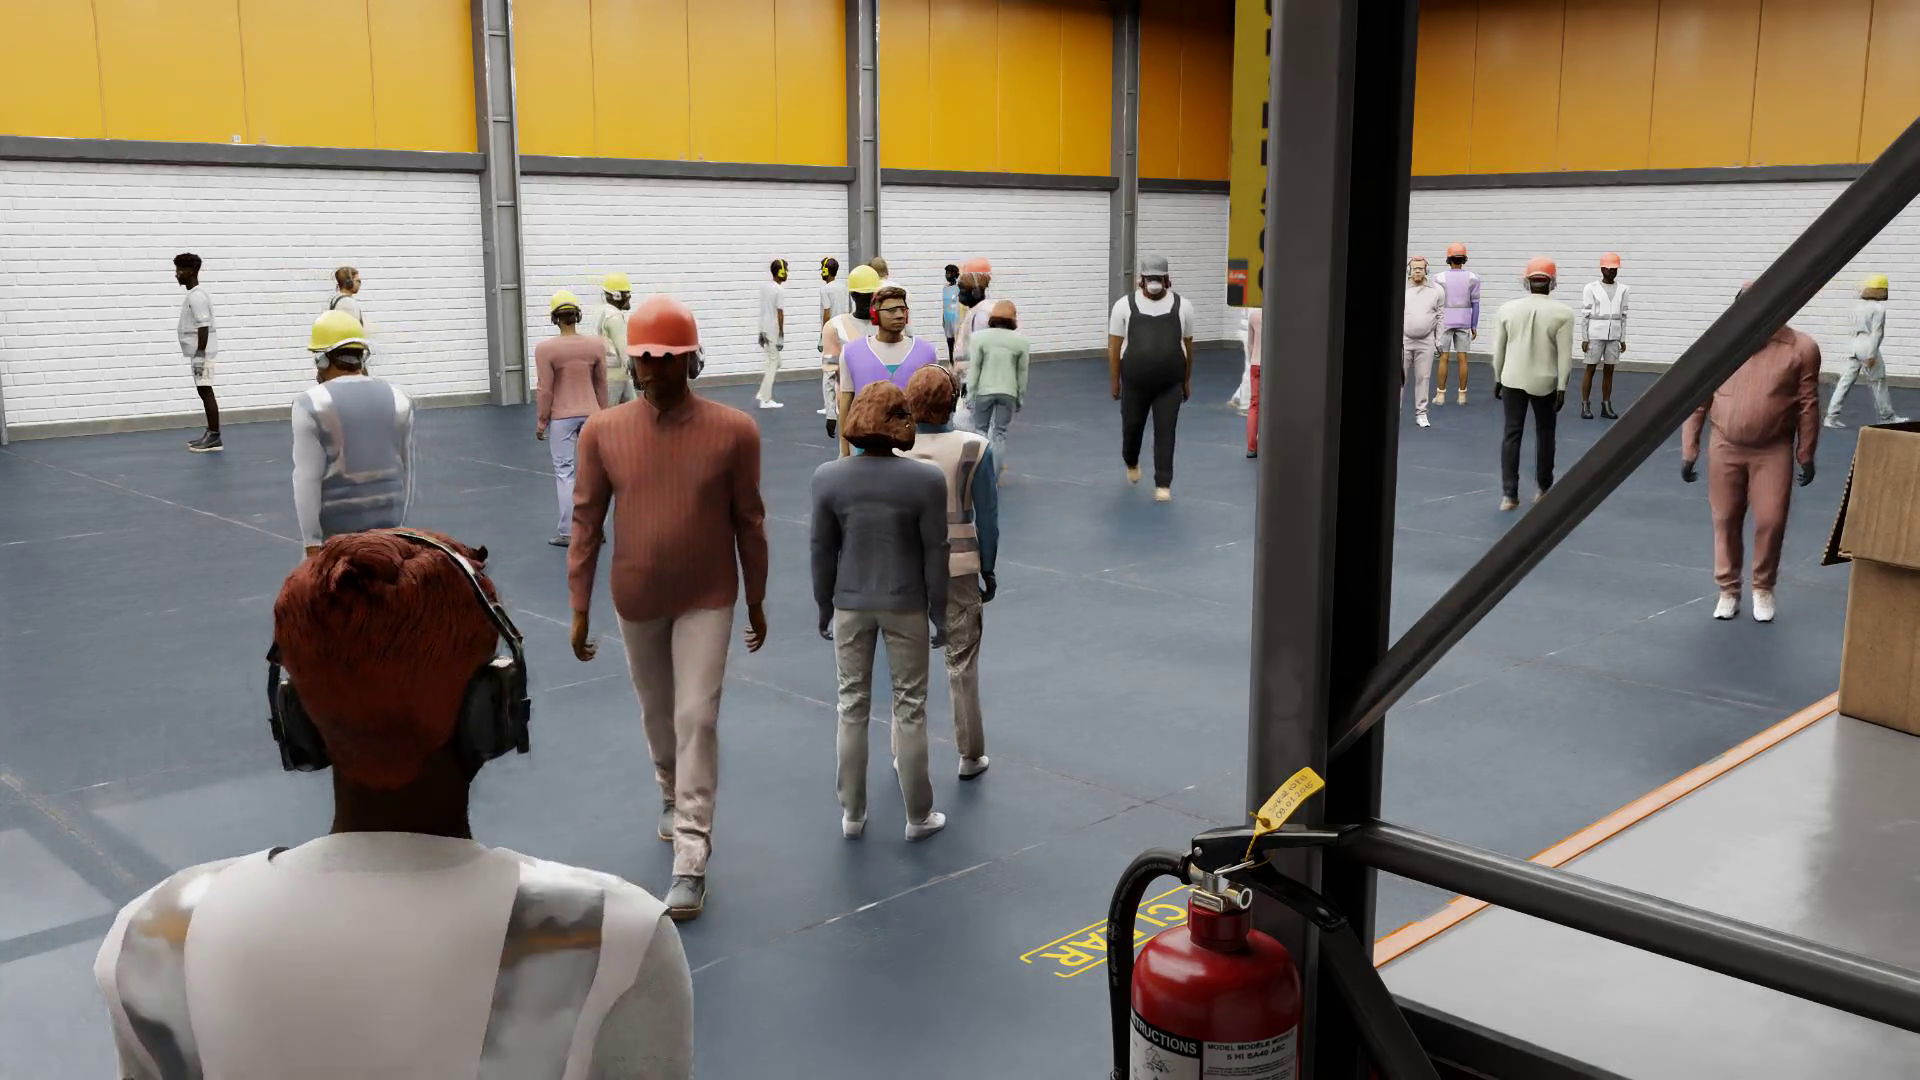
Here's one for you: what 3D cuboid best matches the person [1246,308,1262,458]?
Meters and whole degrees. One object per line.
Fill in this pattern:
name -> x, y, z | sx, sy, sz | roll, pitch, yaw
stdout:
person -> 2.938, -1.635, 15.812 | 0.313, 1.768, 0.528 | -6, 12, -29

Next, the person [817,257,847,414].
person -> -1.532, -2.439, 19.915 | 0.311, 1.869, 0.530 | 5, 12, 27

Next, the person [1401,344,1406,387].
person -> 3.790, -1.558, 15.250 | 0.518, 1.826, 0.625 | -5, 12, -27

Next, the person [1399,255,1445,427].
person -> 5.067, -2.205, 18.536 | 0.648, 1.907, 0.401 | 1, 10, 7

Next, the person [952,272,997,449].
person -> 0.134, -1.354, 14.130 | 0.459, 1.819, 0.645 | -1, 10, -5

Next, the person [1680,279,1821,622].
person -> 4.325, -0.478, 9.153 | 0.686, 1.890, 0.485 | 7, 12, 32

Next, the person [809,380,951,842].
person -> -0.279, 0.255, 5.867 | 0.501, 1.631, 0.287 | 2, 11, 12

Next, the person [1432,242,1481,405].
person -> 6.216, -2.718, 20.948 | 0.607, 2.048, 0.370 | 1, 10, 5

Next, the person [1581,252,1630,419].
person -> 7.503, -2.372, 19.358 | 0.544, 1.939, 0.354 | -1, 10, -3

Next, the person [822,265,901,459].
person -> -0.651, -0.907, 11.400 | 0.594, 1.926, 0.367 | -6, 12, -29

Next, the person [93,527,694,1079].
person -> -0.523, 0.934, 1.539 | 0.598, 1.864, 0.587 | 1, 10, 6

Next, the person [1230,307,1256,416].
person -> 3.489, -2.372, 19.572 | 0.457, 1.861, 0.592 | 3, 11, 14

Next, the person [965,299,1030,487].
person -> 0.308, -1.186, 13.788 | 0.535, 1.605, 0.384 | -1, 10, -3

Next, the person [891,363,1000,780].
person -> -0.101, 0.134, 6.505 | 0.512, 1.642, 0.312 | 1, 10, 5

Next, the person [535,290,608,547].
person -> -2.669, -0.829, 11.440 | 0.523, 1.760, 0.328 | -8, 13, -37

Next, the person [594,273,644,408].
person -> -3.038, -1.528, 15.165 | 0.923, 1.784, 0.598 | -3, 11, -14

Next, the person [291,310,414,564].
person -> -2.628, -0.079, 7.198 | 0.413, 1.816, 0.587 | 8, 13, 38

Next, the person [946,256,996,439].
person -> 0.078, -1.956, 17.143 | 0.681, 1.917, 0.553 | 0, 10, -1

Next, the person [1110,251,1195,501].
person -> 1.567, -1.369, 13.609 | 0.687, 2.000, 0.768 | 1, 10, 3

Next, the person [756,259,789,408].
person -> -2.327, -2.547, 20.628 | 0.460, 1.834, 0.532 | -7, 13, -35

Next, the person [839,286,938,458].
person -> -0.405, -0.515, 9.469 | 0.570, 1.849, 0.380 | -2, 11, -10

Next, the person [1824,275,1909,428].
person -> 10.038, -2.069, 18.362 | 0.919, 1.691, 0.504 | -1, 10, -7

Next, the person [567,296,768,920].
person -> -0.964, 0.165, 5.525 | 0.645, 1.946, 1.031 | 0, 10, -1

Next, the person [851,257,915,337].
person -> -0.818, -2.043, 17.671 | 0.689, 1.893, 0.847 | -1, 10, -4

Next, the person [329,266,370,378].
person -> -6.071, -1.790, 16.474 | 0.473, 1.831, 0.532 | -8, 13, -37

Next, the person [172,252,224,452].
person -> -7.555, -1.863, 16.504 | 0.362, 1.963, 0.613 | -5, 11, -24

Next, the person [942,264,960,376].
person -> -0.099, -3.342, 25.327 | 0.319, 1.694, 0.532 | -8, 13, -37

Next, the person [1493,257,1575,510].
person -> 4.530, -1.243, 13.156 | 0.629, 1.954, 0.953 | 6, 12, 28
